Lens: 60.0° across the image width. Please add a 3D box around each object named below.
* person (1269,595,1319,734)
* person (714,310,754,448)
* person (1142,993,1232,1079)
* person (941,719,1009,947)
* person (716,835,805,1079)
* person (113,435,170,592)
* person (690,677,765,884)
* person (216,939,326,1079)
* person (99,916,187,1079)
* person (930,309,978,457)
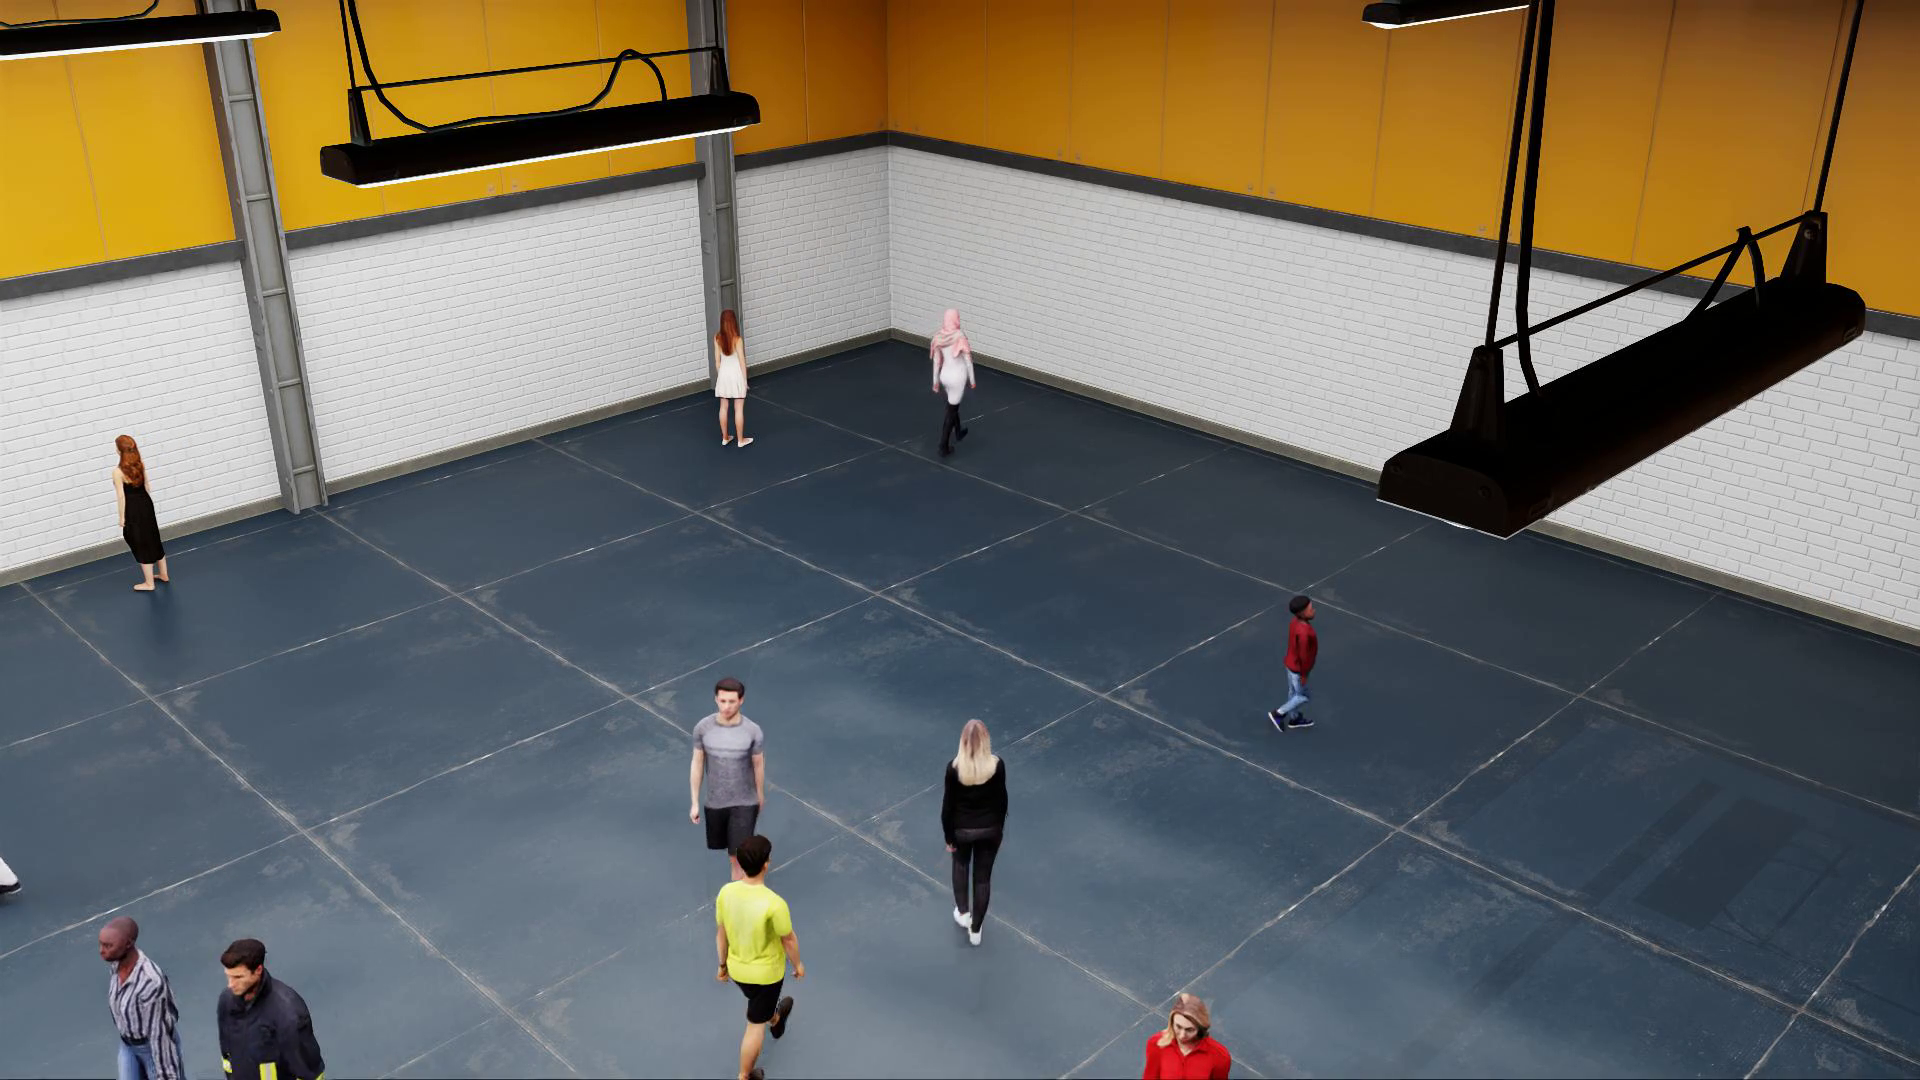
[{"bbox_3d":[2.795,1.050,13.984,0.748,1.250,0.684,-1,24,-2],"label":"person"},{"bbox_3d":[-2.803,-1.988,20.358,0.633,1.711,0.634,9,25,20],"label":"person"},{"bbox_3d":[1.177,3.078,8.777,0.696,1.704,0.696,6,24,12],"label":"person"},{"bbox_3d":[0.115,2.024,11.232,0.738,1.669,0.802,-1,24,-2],"label":"person"},{"bbox_3d":[-1.256,2.595,9.935,0.888,1.663,1.150,10,26,22],"label":"person"},{"bbox_3d":[-8.184,-0.283,16.564,0.724,1.625,0.642,7,25,16],"label":"person"},{"bbox_3d":[-1.583,1.761,11.615,1.084,1.845,1.263,4,24,10],"label":"person"},{"bbox_3d":[-3.622,2.886,8.957,0.995,1.912,1.128,10,26,22],"label":"person"},{"bbox_3d":[-4.409,2.830,9.274,0.820,1.761,1.142,14,27,29],"label":"person"},{"bbox_3d":[-0.131,-1.863,19.995,0.758,1.772,1.062,16,28,32],"label":"person"}]
